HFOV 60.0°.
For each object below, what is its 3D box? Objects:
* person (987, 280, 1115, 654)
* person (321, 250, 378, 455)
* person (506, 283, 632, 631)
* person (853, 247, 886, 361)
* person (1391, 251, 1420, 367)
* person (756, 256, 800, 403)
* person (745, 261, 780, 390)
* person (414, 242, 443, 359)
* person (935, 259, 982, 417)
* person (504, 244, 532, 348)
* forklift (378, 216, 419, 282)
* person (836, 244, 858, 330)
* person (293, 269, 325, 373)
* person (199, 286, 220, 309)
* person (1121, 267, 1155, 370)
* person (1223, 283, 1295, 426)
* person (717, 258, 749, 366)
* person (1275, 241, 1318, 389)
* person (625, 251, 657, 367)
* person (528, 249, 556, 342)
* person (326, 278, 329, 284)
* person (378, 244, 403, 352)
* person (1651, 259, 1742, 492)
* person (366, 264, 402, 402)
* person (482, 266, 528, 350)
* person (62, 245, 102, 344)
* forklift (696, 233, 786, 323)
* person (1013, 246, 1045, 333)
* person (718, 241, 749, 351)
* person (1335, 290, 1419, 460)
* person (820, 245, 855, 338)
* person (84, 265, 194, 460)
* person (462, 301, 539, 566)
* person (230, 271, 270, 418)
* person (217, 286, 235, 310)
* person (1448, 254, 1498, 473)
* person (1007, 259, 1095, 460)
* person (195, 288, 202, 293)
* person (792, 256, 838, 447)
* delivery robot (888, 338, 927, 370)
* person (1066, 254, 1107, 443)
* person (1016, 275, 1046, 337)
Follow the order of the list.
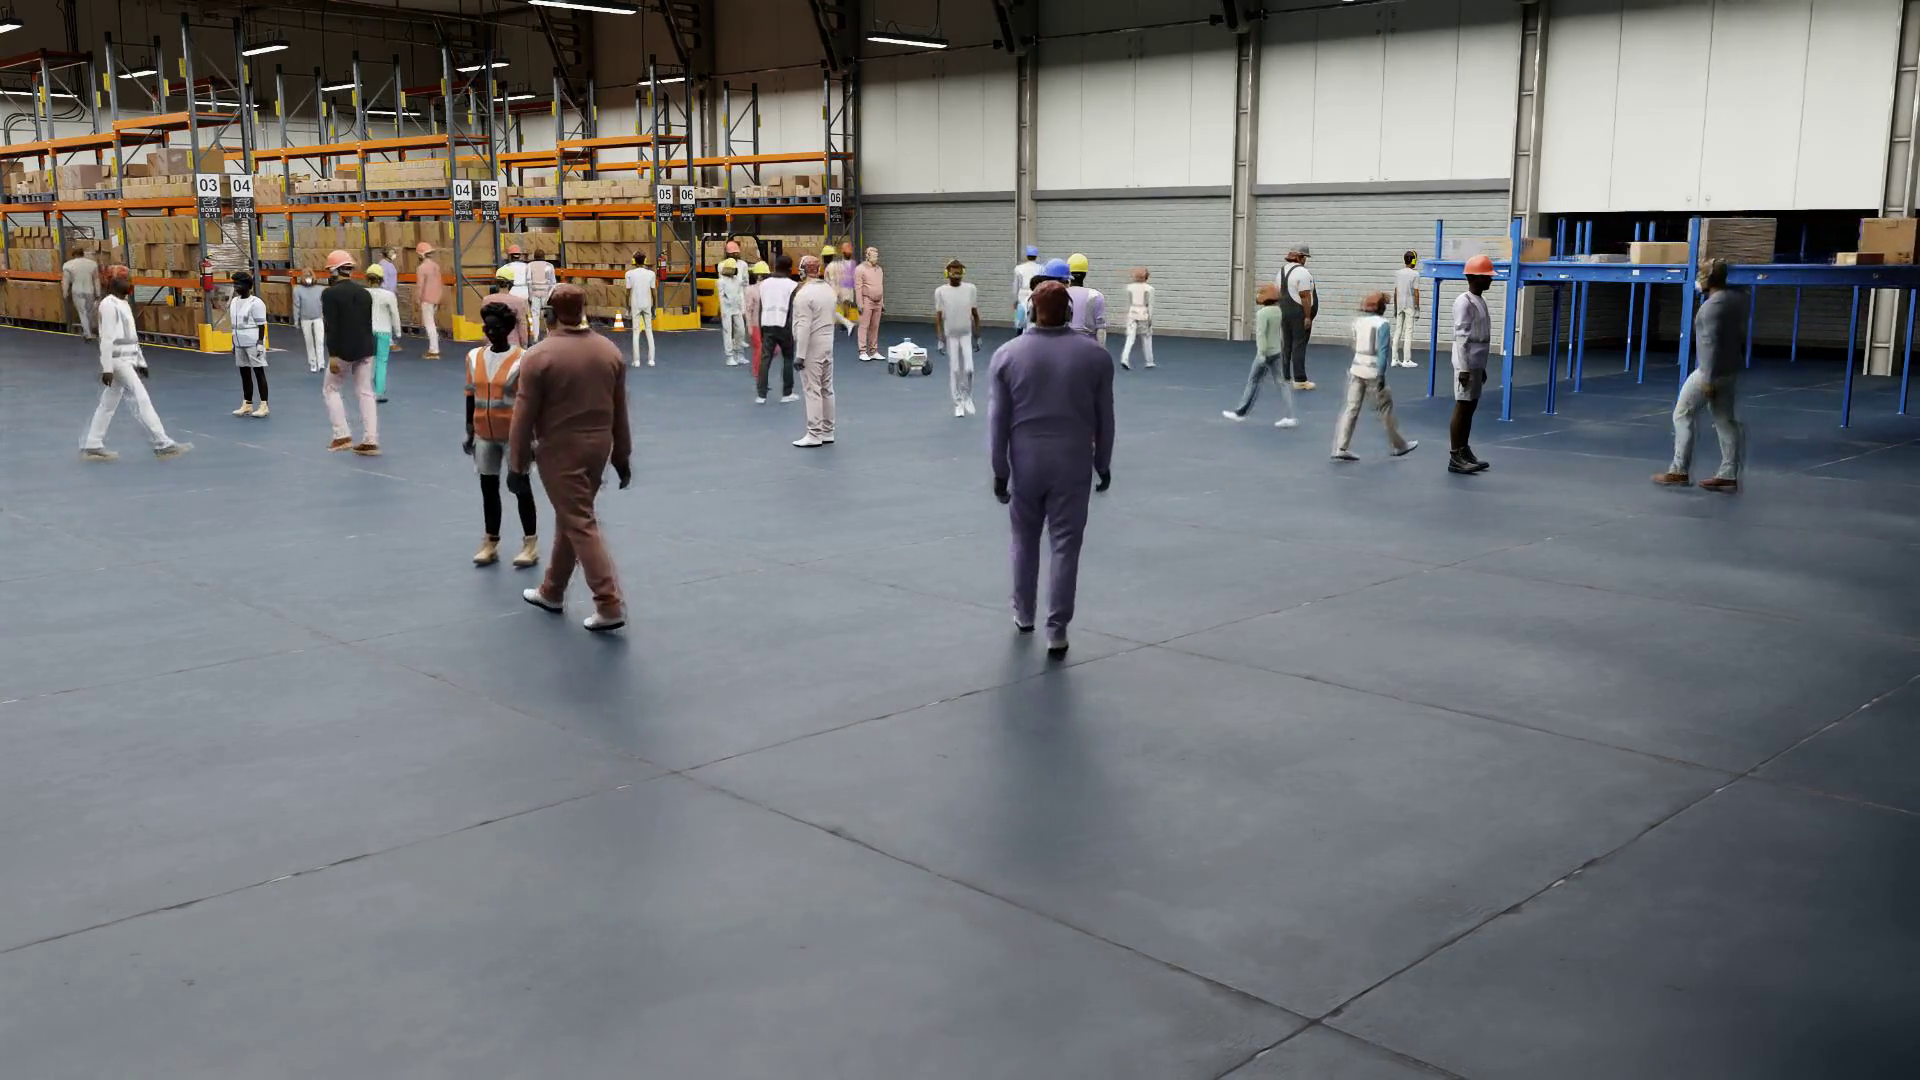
[{"bbox_3d":[0.478,-0.396,8.636,0.642,1.874,0.865,1,10,5],"label":"person"},{"bbox_3d":[-5.907,-1.805,16.081,0.597,1.959,0.625,6,12,30],"label":"person"},{"bbox_3d":[-2.133,-0.458,9.034,0.991,1.853,0.666,8,13,37],"label":"person"},{"bbox_3d":[-1.503,-4.000,28.220,0.407,1.904,0.639,8,13,38],"label":"person"},{"bbox_3d":[7.216,-3.728,26.871,0.312,1.860,0.511,-8,13,-37],"label":"person"},{"bbox_3d":[-2.354,-2.682,21.198,0.598,1.860,0.712,4,11,21],"label":"person"},{"bbox_3d":[-2.694,-2.935,22.791,0.553,1.751,0.361,-10,14,-44],"label":"person"},{"bbox_3d":[-9.198,-4.111,28.597,0.517,1.980,0.644,2,11,13],"label":"person"},{"bbox_3d":[-0.011,-2.356,19.423,0.551,1.836,0.472,-1,10,-4],"label":"person"},{"bbox_3d":[-8.301,-4.564,31.199,0.551,1.934,0.373,-7,13,-35],"label":"person"},{"bbox_3d":[-17.868,-9.201,54.028,1.873,2.768,1.129,-10,14,-44],"label":"forklift"},{"bbox_3d":[-2.439,-5.630,37.108,0.547,1.908,0.842,-8,13,-39],"label":"person"},{"bbox_3d":[-9.985,-3.364,25.595,0.520,1.581,0.858,-4,11,-22],"label":"person"},{"bbox_3d":[-17.630,-6.079,39.291,0.951,2.005,0.608,8,13,36],"label":"person"},{"bbox_3d":[2.842,-3.521,26.404,0.510,1.604,0.830,6,12,30],"label":"person"},{"bbox_3d":[3.396,-2.068,18.539,0.880,1.579,0.512,9,14,41],"label":"person"},{"bbox_3d":[-3.734,-3.736,27.236,0.360,1.741,0.506,9,14,41],"label":"person"},{"bbox_3d":[4.710,-3.115,23.131,0.538,2.000,0.682,-5,11,-24],"label":"person"},{"bbox_3d":[-5.179,-3.751,26.987,0.514,1.865,0.332,-4,11,-22],"label":"person"},{"bbox_3d":[-8.319,-4.857,33.056,0.633,1.843,0.429,-1,10,-5],"label":"person"},{"bbox_3d":[-17.793,-7.435,47.136,0.429,1.838,0.621,-2,11,-11],"label":"person"},{"bbox_3d":[-10.429,-4.415,30.378,0.378,1.940,0.629,-1,10,-6],"label":"person"},{"bbox_3d":[6.193,-1.375,13.892,0.792,1.912,0.653,10,14,43],"label":"person"},{"bbox_3d":[-7.455,-2.664,21.400,0.544,1.730,0.848,0,10,0],"label":"person"},{"bbox_3d":[-5.185,-2.240,19.021,0.518,1.757,0.336,1,10,6],"label":"person"},{"bbox_3d":[-17.330,-4.831,32.735,0.928,1.901,0.661,10,14,43],"label":"person"},{"bbox_3d":[-5.496,-6.489,41.108,2.313,2.155,1.214,-10,14,-44],"label":"forklift"},{"bbox_3d":[1.257,-4.354,30.093,0.611,1.928,0.758,1,10,6],"label":"person"},{"bbox_3d":[-4.147,-4.484,30.591,0.634,2.006,0.541,-6,12,-31],"label":"person"},{"bbox_3d":[3.920,-1.551,15.693,0.888,1.583,0.526,-5,11,-24],"label":"person"},{"bbox_3d":[-2.507,-4.939,33.317,0.683,1.910,0.595,1,10,7],"label":"person"},{"bbox_3d":[-7.846,-1.661,15.665,0.978,1.828,0.600,-3,11,-16],"label":"person"},{"bbox_3d":[-2.930,-0.681,10.687,0.553,1.694,0.316,3,11,17],"label":"person"},{"bbox_3d":[-8.320,-2.286,19.439,0.532,1.694,0.319,5,12,26],"label":"person"},{"bbox_3d":[-15.584,-5.260,35.260,0.709,1.854,0.349,10,15,44],"label":"person"},{"bbox_3d":[4.615,-1.584,14.948,0.360,1.938,0.546,7,12,33],"label":"person"},{"bbox_3d":[0.892,-1.666,15.525,1.010,1.890,0.639,-2,11,-12],"label":"person"},{"bbox_3d":[-18.760,-6.366,41.450,0.607,1.788,0.915,-10,14,-43],"label":"person"},{"bbox_3d":[-1.492,-1.897,16.751,0.400,1.905,0.643,5,12,26],"label":"person"},{"bbox_3d":[-0.804,-2.841,25.434,0.477,0.478,0.707,-6,12,-30],"label":"delivery robot"},{"bbox_3d":[1.147,-1.828,16.296,0.593,1.929,0.359,3,11,18],"label":"person"},{"bbox_3d":[0.908,-2.305,19.676,0.528,1.669,0.831,-4,11,-23],"label":"person"}]
